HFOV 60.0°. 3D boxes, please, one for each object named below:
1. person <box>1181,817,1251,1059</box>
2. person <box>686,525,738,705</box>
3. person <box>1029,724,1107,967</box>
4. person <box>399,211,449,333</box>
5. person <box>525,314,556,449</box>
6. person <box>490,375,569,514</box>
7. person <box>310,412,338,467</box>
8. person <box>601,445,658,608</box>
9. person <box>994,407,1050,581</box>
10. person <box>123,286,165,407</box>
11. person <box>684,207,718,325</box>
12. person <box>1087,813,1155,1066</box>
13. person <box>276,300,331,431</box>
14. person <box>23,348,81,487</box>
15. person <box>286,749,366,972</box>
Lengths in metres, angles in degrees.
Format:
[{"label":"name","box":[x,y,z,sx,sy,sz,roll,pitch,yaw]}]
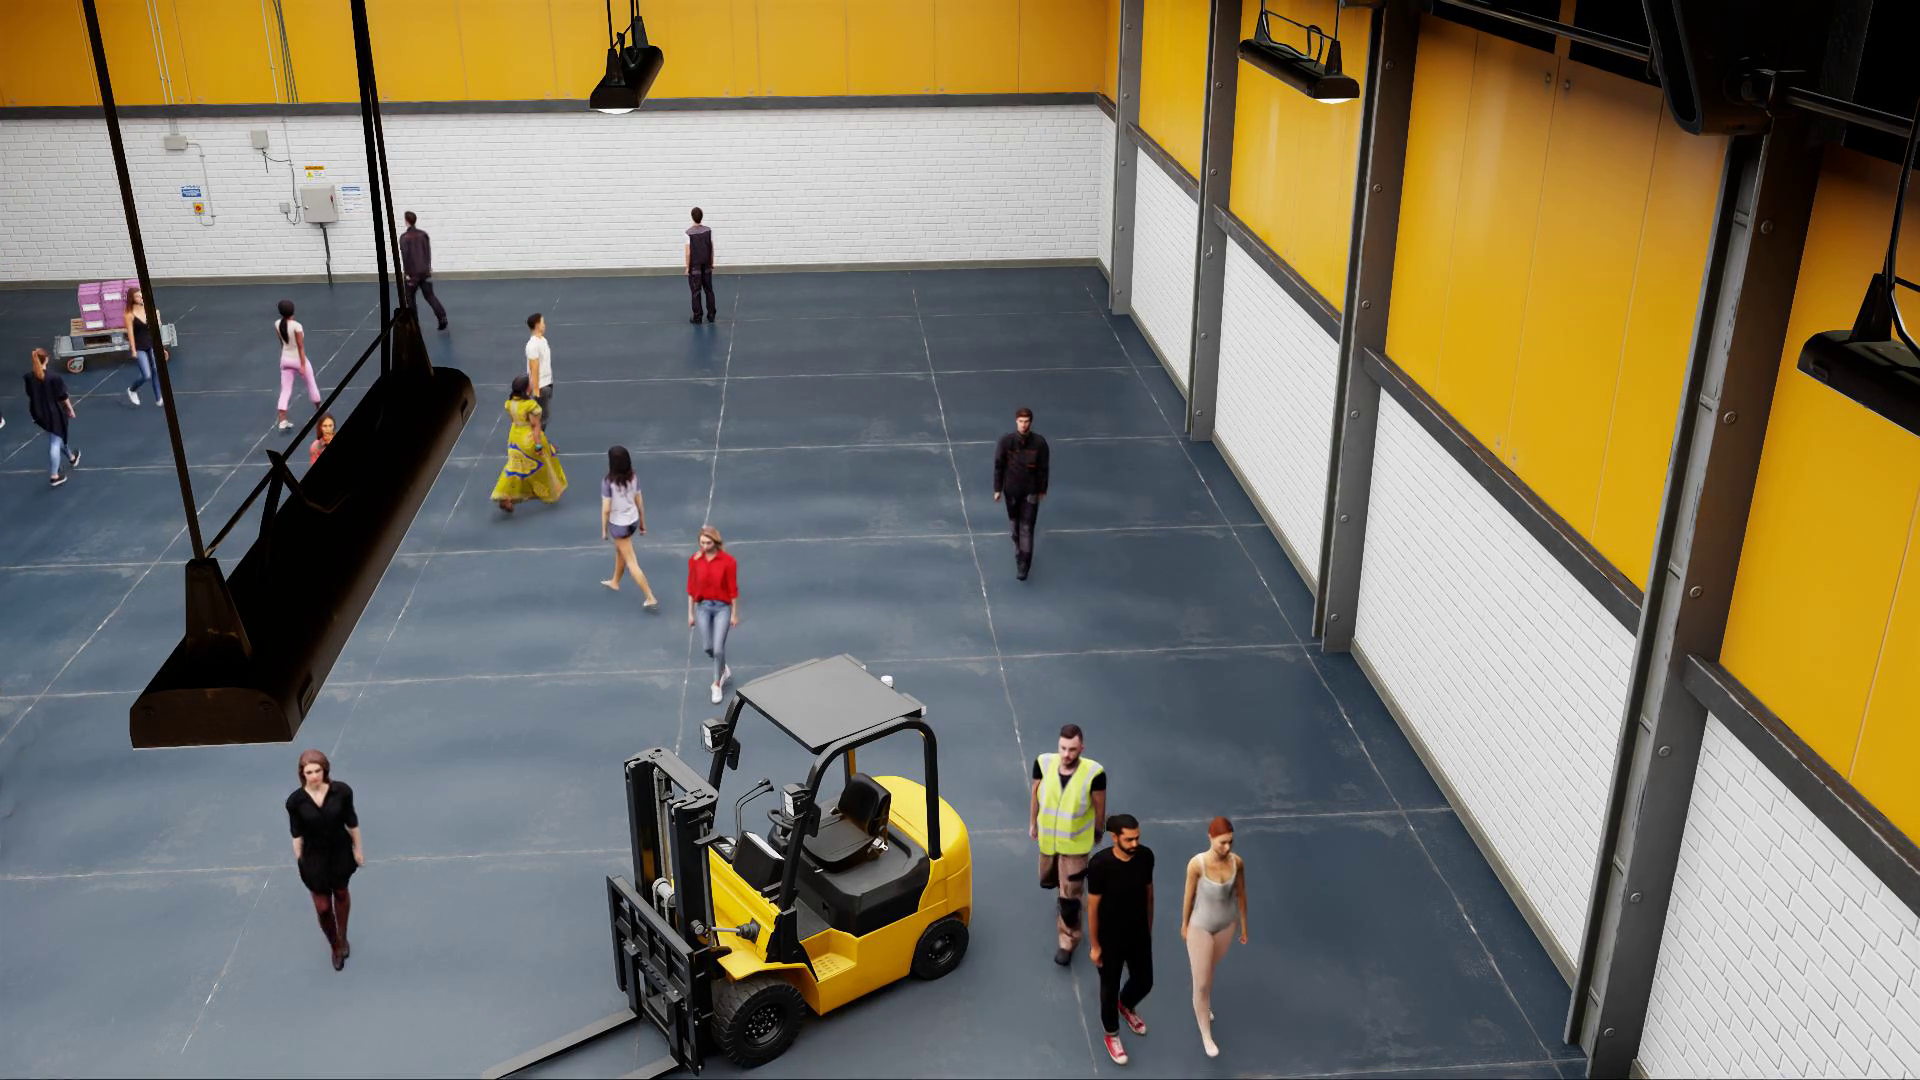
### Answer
[{"label":"person","box":[1.633,2.507,10.989,0.671,1.620,0.938,-7,25,-15]},{"label":"person","box":[-2.234,0.639,15.164,0.691,1.699,0.745,3,24,7]},{"label":"person","box":[0.753,2.058,11.763,0.970,1.824,1.160,9,25,19]},{"label":"person","box":[-8.377,-4.134,25.857,1.264,1.881,1.172,21,31,39]},{"label":"person","box":[-5.337,-1.942,20.971,0.760,1.778,0.500,4,24,9]},{"label":"person","box":[-5.053,-1.075,19.178,1.239,1.626,1.396,14,27,28]},{"label":"person","box":[-6.734,-0.562,17.913,0.758,1.699,0.693,17,29,34]},{"label":"person","box":[-3.364,-0.103,16.876,1.183,1.688,1.106,20,31,38]},{"label":"person","box":[0.671,-0.550,17.761,0.938,1.797,1.239,4,24,9]},{"label":"person","box":[-11.144,-2.617,22.601,0.824,1.709,0.831,8,25,19]},{"label":"person","box":[-4.126,-4.364,26.422,0.736,1.849,0.735,-15,28,-30]},{"label":"person","box":[1.015,2.518,10.799,0.737,1.752,0.787,-8,25,-18]},{"label":"person","box":[-8.796,-2.265,21.817,0.875,1.693,1.252,6,24,14]},{"label":"person","box":[-10.989,-1.453,20.024,0.726,1.641,1.087,1,24,1]},{"label":"person","box":[-4.442,2.176,11.653,0.697,1.694,0.730,-12,26,-26]}]
